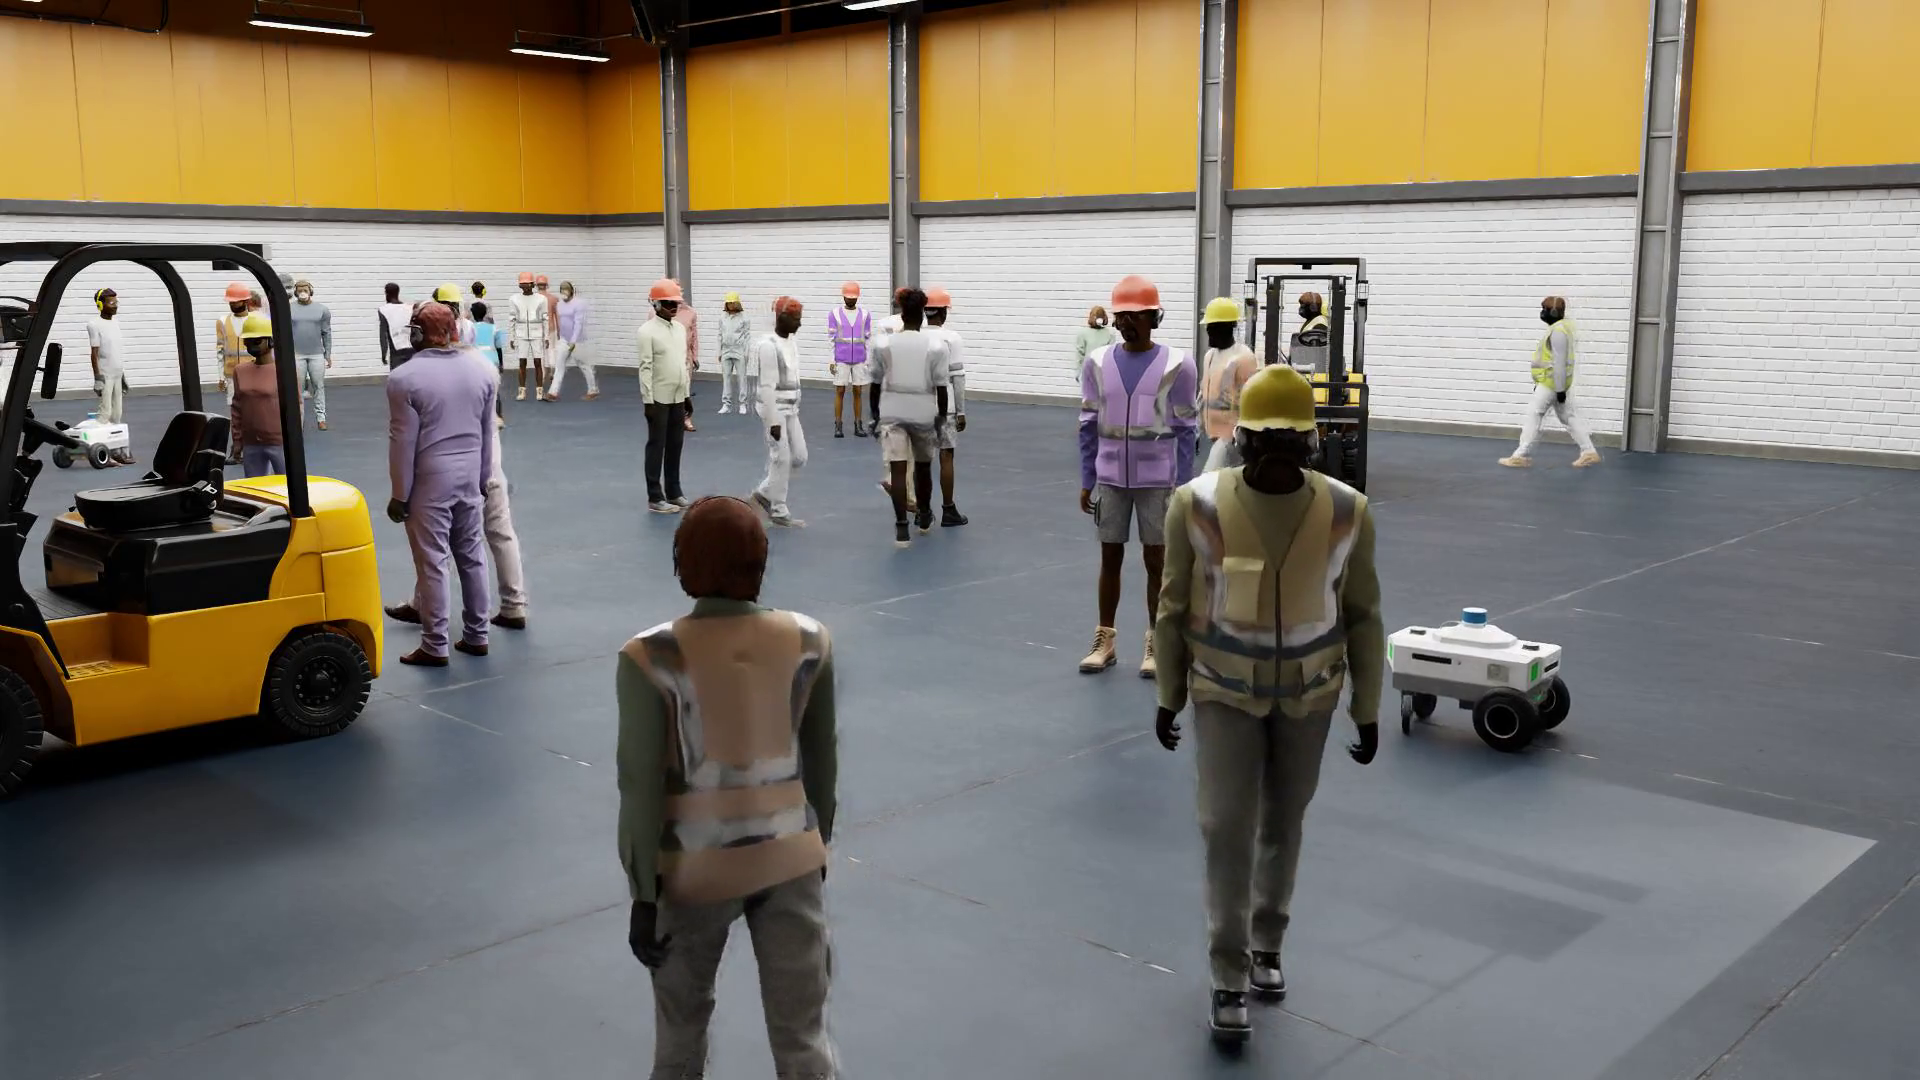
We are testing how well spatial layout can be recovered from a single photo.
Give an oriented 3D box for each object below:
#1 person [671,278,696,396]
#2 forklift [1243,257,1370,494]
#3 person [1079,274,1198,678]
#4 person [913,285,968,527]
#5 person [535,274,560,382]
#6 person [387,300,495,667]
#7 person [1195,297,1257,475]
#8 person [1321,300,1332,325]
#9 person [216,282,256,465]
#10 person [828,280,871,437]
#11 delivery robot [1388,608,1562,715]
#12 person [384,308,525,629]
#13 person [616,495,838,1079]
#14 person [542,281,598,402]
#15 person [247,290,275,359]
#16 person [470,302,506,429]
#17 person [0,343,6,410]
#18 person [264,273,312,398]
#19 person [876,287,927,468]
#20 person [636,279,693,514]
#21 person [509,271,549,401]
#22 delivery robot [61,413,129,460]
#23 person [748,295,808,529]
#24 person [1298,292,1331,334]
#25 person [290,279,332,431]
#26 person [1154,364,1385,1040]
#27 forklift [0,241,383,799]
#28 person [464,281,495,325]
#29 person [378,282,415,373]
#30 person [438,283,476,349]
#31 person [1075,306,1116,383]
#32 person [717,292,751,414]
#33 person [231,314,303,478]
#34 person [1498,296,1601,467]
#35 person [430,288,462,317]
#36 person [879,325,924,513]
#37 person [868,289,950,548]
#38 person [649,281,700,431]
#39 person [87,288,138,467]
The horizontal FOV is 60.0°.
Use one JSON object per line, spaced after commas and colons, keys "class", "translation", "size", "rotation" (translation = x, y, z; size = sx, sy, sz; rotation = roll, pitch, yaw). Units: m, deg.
{"class": "person", "translation": [-4.569, -3.267, 26.913], "size": [0.401, 1.916, 0.641], "rotation": [7, 12, 38]}
{"class": "forklift", "translation": [3.309, -1.629, 16.029], "size": [1.214, 2.155, 2.313], "rotation": [2, 9, 11]}
{"class": "person", "translation": [0.887, -0.315, 8.437], "size": [0.609, 2.044, 0.395], "rotation": [4, 10, 22]}
{"class": "person", "translation": [-0.190, -1.073, 13.399], "size": [0.543, 1.941, 0.353], "rotation": [5, 10, 27]}
{"class": "person", "translation": [-7.579, -3.845, 30.300], "size": [0.619, 1.976, 0.602], "rotation": [-4, 10, -22]}
{"class": "person", "translation": [-2.738, -0.295, 8.723], "size": [0.410, 1.912, 0.641], "rotation": [6, 11, 33]}
{"class": "person", "translation": [1.870, -0.772, 11.768], "size": [1.008, 1.877, 0.609], "rotation": [-3, 10, -16]}
{"class": "person", "translation": [4.030, -1.772, 18.354], "size": [0.681, 1.724, 0.640], "rotation": [1, 9, 8]}
{"class": "person", "translation": [-7.569, -1.750, 17.578], "size": [0.542, 1.931, 0.376], "rotation": [-1, 9, -6]}
{"class": "person", "translation": [-1.346, -2.222, 20.484], "size": [0.543, 1.928, 0.372], "rotation": [-3, 10, -16]}
{"class": "delivery robot", "translation": [2.286, 0.546, 7.423], "size": [0.707, 0.478, 0.477], "rotation": [7, 12, 38]}
{"class": "person", "translation": [-2.914, -0.413, 9.576], "size": [0.918, 1.859, 0.753], "rotation": [4, 10, 25]}
{"class": "person", "translation": [-0.485, 0.708, 3.544], "size": [0.537, 1.588, 0.906], "rotation": [-5, 10, -28]}
{"class": "person", "translation": [-6.055, -3.078, 25.901], "size": [0.627, 1.880, 0.983], "rotation": [6, 11, 31]}
{"class": "person", "translation": [-8.372, -2.057, 19.800], "size": [0.466, 1.823, 0.559], "rotation": [4, 10, 23]}
{"class": "person", "translation": [-6.175, -2.270, 21.644], "size": [0.541, 1.646, 0.745], "rotation": [-6, 11, -32]}
{"class": "person", "translation": [-13.411, -2.537, 22.804], "size": [0.931, 1.806, 0.637], "rotation": [5, 11, 28]}
{"class": "person", "translation": [-10.609, -3.222, 26.270], "size": [0.697, 2.000, 0.594], "rotation": [-9, 13, -43]}
{"class": "person", "translation": [-0.588, -1.684, 17.314], "size": [0.584, 1.882, 0.337], "rotation": [-2, 10, -14]}
{"class": "person", "translation": [-2.495, -1.215, 14.147], "size": [0.396, 1.989, 0.619], "rotation": [5, 10, 26]}
{"class": "person", "translation": [-6.743, -3.186, 26.041], "size": [0.611, 2.042, 0.394], "rotation": [-1, 9, -7]}
{"class": "delivery robot", "translation": [-9.060, -1.088, 17.417], "size": [0.477, 0.478, 0.707], "rotation": [2, 10, 10]}
{"class": "person", "translation": [-1.438, -0.998, 13.168], "size": [0.496, 1.864, 0.626], "rotation": [3, 10, 18]}
{"class": "person", "translation": [3.712, -1.699, 17.585], "size": [0.430, 1.837, 0.631], "rotation": [0, 9, 0]}
{"class": "person", "translation": [-8.360, -2.360, 21.298], "size": [0.632, 1.940, 0.372], "rotation": [-4, 10, -24]}
{"class": "person", "translation": [0.854, 0.441, 4.501], "size": [0.620, 1.809, 0.732], "rotation": [0, 9, 0]}
{"class": "forklift", "translation": [-3.706, -0.171, 7.093], "size": [1.214, 2.155, 2.313], "rotation": [9, 13, 43]}
{"class": "person", "translation": [-7.939, -3.352, 27.574], "size": [0.514, 1.876, 0.328], "rotation": [0, 9, 1]}
{"class": "person", "translation": [-7.853, -2.693, 23.499], "size": [0.718, 1.887, 0.620], "rotation": [6, 11, 34]}
{"class": "person", "translation": [-5.047, -1.583, 16.563], "size": [0.363, 1.928, 0.587], "rotation": [7, 12, 38]}
{"class": "person", "translation": [1.702, -2.040, 20.298], "size": [0.523, 1.608, 0.670], "rotation": [-3, 10, -16]}
{"class": "person", "translation": [-3.241, -2.672, 23.806], "size": [0.484, 1.744, 0.296], "rotation": [2, 9, 11]}
{"class": "person", "translation": [-4.717, -0.647, 11.320], "size": [0.522, 1.769, 0.311], "rotation": [2, 9, 11]}
{"class": "person", "translation": [6.212, -1.635, 17.307], "size": [0.983, 1.803, 0.618], "rotation": [4, 10, 24]}
{"class": "person", "translation": [-6.775, -2.391, 21.878], "size": [0.528, 1.829, 0.689], "rotation": [-2, 9, -10]}
{"class": "person", "translation": [-0.451, -1.025, 14.082], "size": [0.424, 1.622, 0.510], "rotation": [3, 10, 16]}
{"class": "person", "translation": [-0.383, -0.937, 12.631], "size": [0.621, 1.912, 0.958], "rotation": [0, 9, 1]}
{"class": "person", "translation": [-3.613, -2.318, 21.118], "size": [0.649, 1.913, 0.409], "rotation": [-5, 11, -29]}
{"class": "person", "translation": [-8.920, -1.696, 17.463], "size": [0.310, 1.859, 0.532], "rotation": [1, 9, 4]}
